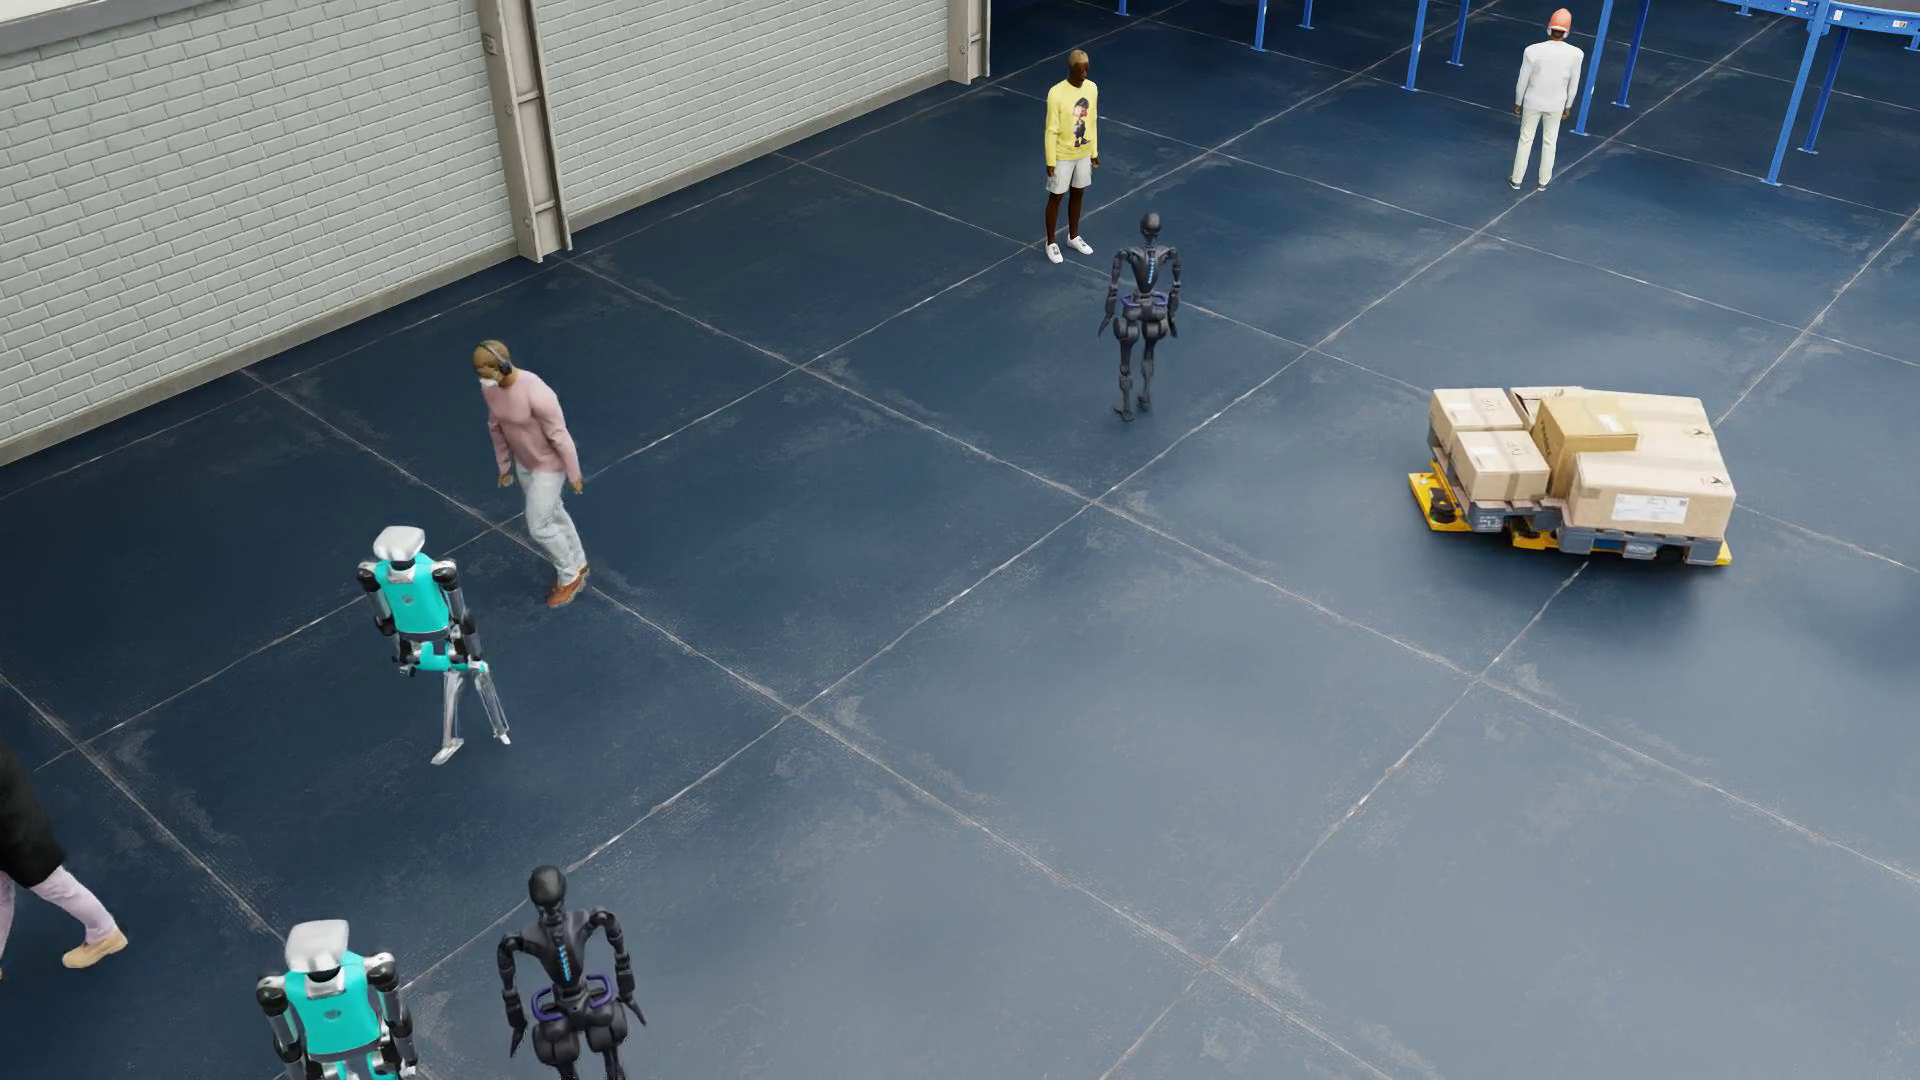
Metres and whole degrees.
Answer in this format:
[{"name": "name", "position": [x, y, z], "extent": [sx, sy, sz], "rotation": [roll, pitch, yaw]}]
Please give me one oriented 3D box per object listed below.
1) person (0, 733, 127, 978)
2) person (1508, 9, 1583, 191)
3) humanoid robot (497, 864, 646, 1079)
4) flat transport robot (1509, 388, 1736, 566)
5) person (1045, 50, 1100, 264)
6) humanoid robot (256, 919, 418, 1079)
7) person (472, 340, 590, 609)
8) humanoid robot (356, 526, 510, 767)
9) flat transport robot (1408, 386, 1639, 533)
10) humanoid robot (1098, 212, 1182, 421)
[{"name": "person", "position": [-4.688, 1.480, 7.968], "extent": [0.873, 1.820, 0.540], "rotation": [-24, 42, -30]}, {"name": "person", "position": [5.641, -4.245, 16.066], "extent": [0.563, 1.752, 0.336], "rotation": [9, 36, 12]}, {"name": "humanoid robot", "position": [-1.680, 2.098, 7.243], "extent": [0.599, 1.645, 0.401], "rotation": [-13, 37, -17]}, {"name": "flat transport robot", "position": [4.567, -0.141, 11.586], "extent": [1.431, 0.231, 0.659], "rotation": [5, 36, 8]}, {"name": "person", "position": [0.989, -3.419, 14.784], "extent": [0.544, 1.901, 0.375], "rotation": [-19, 40, -25]}, {"name": "humanoid robot", "position": [-2.592, 2.178, 7.173], "extent": [0.547, 1.895, 0.736], "rotation": [-11, 37, -15]}, {"name": "person", "position": [-2.728, -0.444, 10.617], "extent": [0.680, 1.890, 0.599], "rotation": [28, 44, 33]}, {"name": "humanoid robot", "position": [-2.905, 0.536, 9.382], "extent": [0.540, 1.786, 0.801], "rotation": [0, 35, 0]}, {"name": "flat transport robot", "position": [3.991, -0.328, 11.848], "extent": [1.431, 0.231, 0.659], "rotation": [-1, 35, -2]}, {"name": "humanoid robot", "position": [1.351, -1.685, 12.542], "extent": [0.612, 1.649, 0.316], "rotation": [-5, 36, -7]}]
